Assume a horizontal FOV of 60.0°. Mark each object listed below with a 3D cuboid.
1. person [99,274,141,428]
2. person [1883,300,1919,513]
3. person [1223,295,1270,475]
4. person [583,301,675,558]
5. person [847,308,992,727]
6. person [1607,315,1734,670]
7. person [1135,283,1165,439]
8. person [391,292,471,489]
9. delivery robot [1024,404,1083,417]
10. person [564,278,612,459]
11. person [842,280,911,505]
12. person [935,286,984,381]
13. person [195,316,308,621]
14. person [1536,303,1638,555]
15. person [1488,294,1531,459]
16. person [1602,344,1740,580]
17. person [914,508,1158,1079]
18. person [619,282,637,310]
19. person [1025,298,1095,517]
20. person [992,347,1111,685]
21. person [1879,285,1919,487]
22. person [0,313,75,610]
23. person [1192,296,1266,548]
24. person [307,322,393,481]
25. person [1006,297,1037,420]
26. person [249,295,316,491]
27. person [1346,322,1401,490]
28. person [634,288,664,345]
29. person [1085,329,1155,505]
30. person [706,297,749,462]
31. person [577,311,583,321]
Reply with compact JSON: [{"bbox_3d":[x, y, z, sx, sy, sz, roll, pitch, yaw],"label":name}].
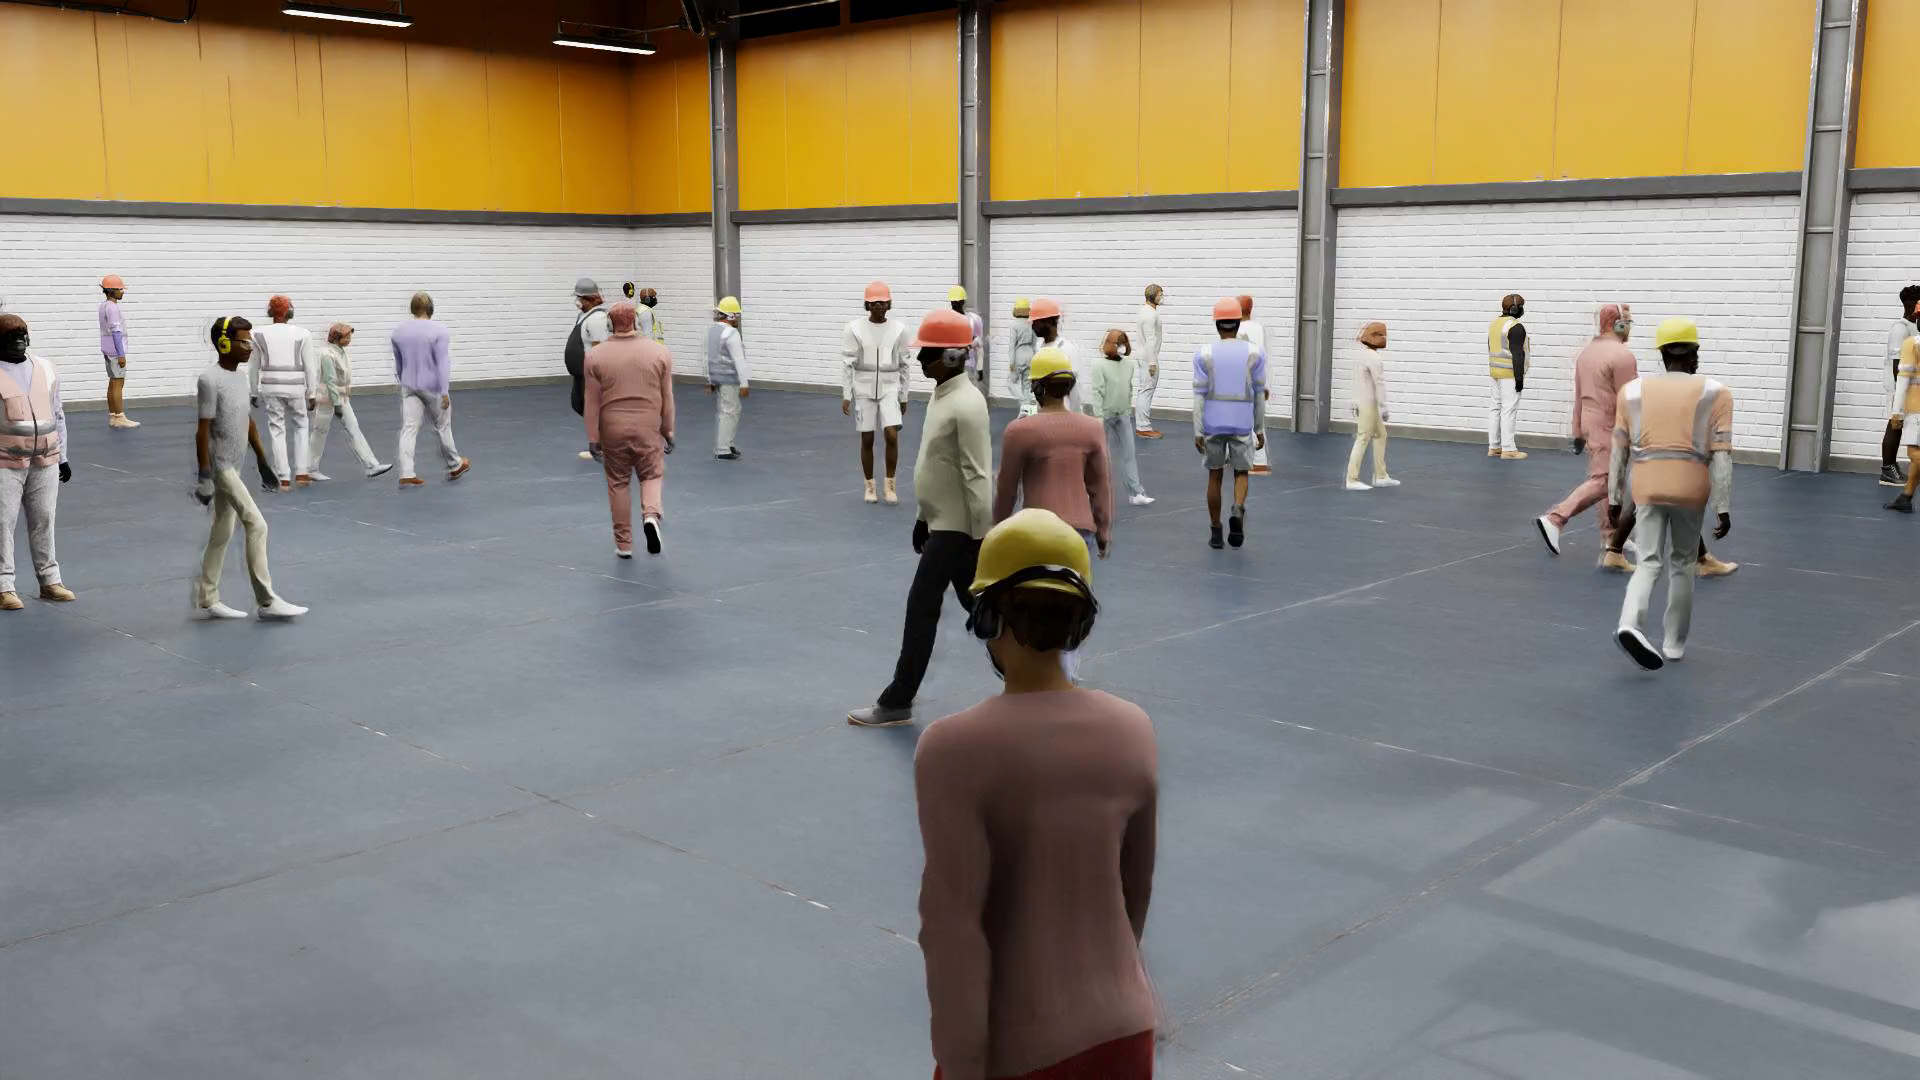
[{"bbox_3d":[-11.239,-2.508,22.185,0.379,2.044,0.607,-7,12,-38],"label":"person"},{"bbox_3d":[8.309,-1.130,14.182,0.576,1.905,0.822,-2,9,-12],"label":"person"},{"bbox_3d":[2.863,-1.615,17.301,0.941,1.840,0.573,9,13,43],"label":"person"},{"bbox_3d":[-2.395,-0.783,12.065,0.654,1.888,0.550,-2,10,-14],"label":"person"},{"bbox_3d":[0.008,-0.103,7.750,1.023,1.955,0.623,-2,9,-10],"label":"person"},{"bbox_3d":[3.737,-0.242,8.801,0.630,1.885,0.813,5,11,29],"label":"person"},{"bbox_3d":[2.375,-2.241,20.867,0.352,1.937,0.635,0,9,0],"label":"person"},{"bbox_3d":[-5.212,-1.476,16.322,0.642,1.882,1.016,2,9,12],"label":"person"},{"bbox_3d":[1.162,-1.593,20.834,0.707,0.478,0.477,-2,9,-13],"label":"delivery robot"},{"bbox_3d":[-4.127,-1.908,18.514,0.536,2.000,0.709,-3,10,-19],"label":"person"},{"bbox_3d":[-0.744,-1.303,14.883,0.628,2.019,0.721,-1,9,-5],"label":"person"},{"bbox_3d":[-0.053,-2.136,20.292,0.613,1.907,0.650,4,10,22],"label":"person"},{"bbox_3d":[-4.272,-0.414,9.997,0.825,1.834,0.496,-1,9,-8],"label":"person"},{"bbox_3d":[4.723,-0.812,12.318,0.847,1.881,0.639,0,9,-2],"label":"person"},{"bbox_3d":[6.158,-1.831,18.652,0.429,1.844,0.625,-2,9,-10],"label":"person"},{"bbox_3d":[4.878,-0.555,11.398,0.868,1.649,0.540,2,9,10],"label":"person"},{"bbox_3d":[0.135,0.816,2.792,0.540,1.703,0.743,-6,11,-33],"label":"person"},{"bbox_3d":[-6.167,-3.865,31.035,0.538,1.869,0.313,6,11,35],"label":"person"},{"bbox_3d":[0.886,-1.072,13.888,0.943,1.893,0.586,-4,10,-22],"label":"person"},{"bbox_3d":[0.426,-0.047,8.011,0.538,1.744,0.653,-5,10,-27],"label":"person"},{"bbox_3d":[9.267,-1.513,16.319,0.366,1.965,0.607,7,12,37],"label":"person"},{"bbox_3d":[-5.906,-0.495,10.459,0.429,1.844,0.626,6,11,33],"label":"person"},{"bbox_3d":[2.012,-0.858,12.451,0.561,1.919,0.598,1,9,6],"label":"person"},{"bbox_3d":[-6.177,-1.370,16.586,0.901,1.586,0.547,1,9,4],"label":"person"},{"bbox_3d":[0.870,-2.479,22.953,0.489,1.731,0.405,-6,11,-33],"label":"person"},{"bbox_3d":[-6.519,-1.418,16.025,0.604,1.871,0.555,-3,10,-20],"label":"person"},{"bbox_3d":[4.028,-1.274,15.942,0.681,1.608,0.520,0,9,0],"label":"person"},{"bbox_3d":[-4.526,-2.744,24.247,0.430,1.845,0.619,-3,10,-19],"label":"person"},{"bbox_3d":[1.385,-1.107,15.016,0.513,1.584,0.894,-6,11,-32],"label":"person"},{"bbox_3d":[-2.498,-1.763,18.316,0.538,1.813,0.617,-7,12,-36],"label":"person"},{"bbox_3d":[-6.608,-3.499,29.537,0.324,1.639,0.510,-8,12,-41],"label":"person"}]
